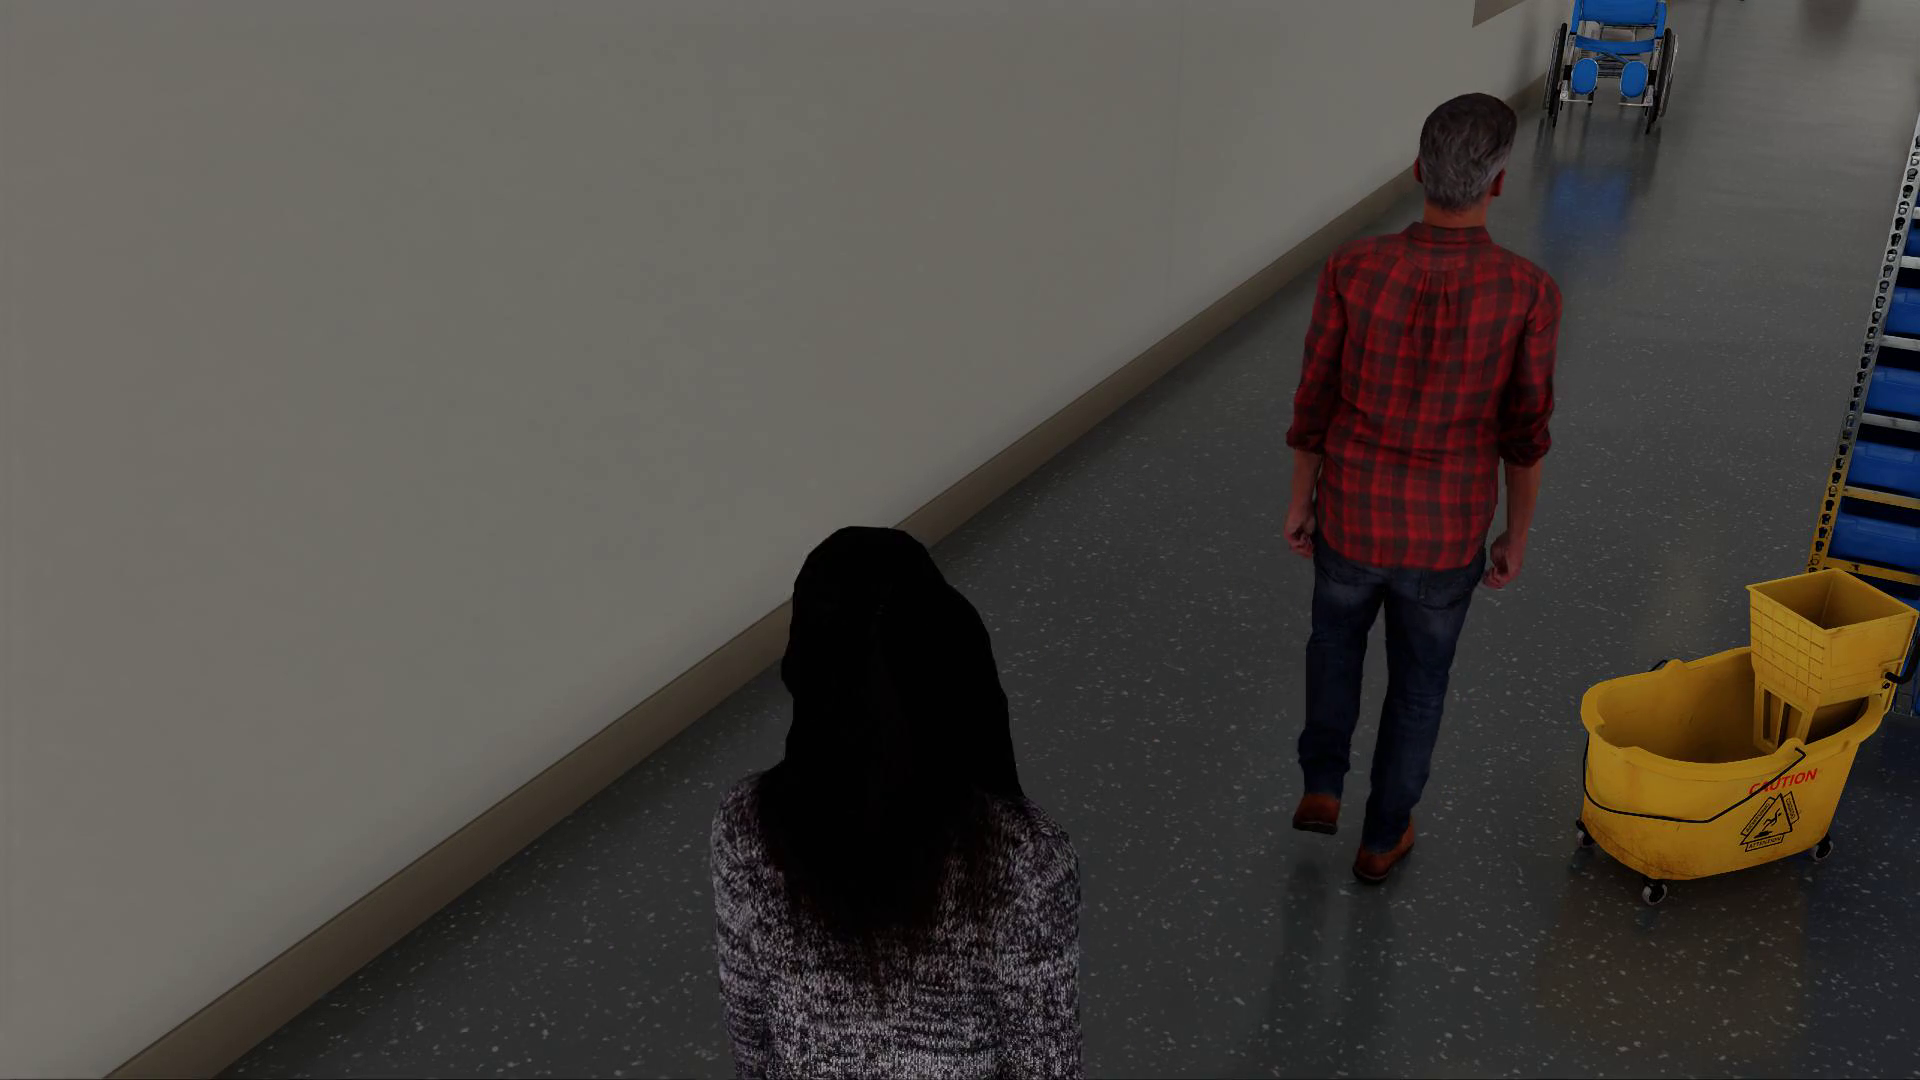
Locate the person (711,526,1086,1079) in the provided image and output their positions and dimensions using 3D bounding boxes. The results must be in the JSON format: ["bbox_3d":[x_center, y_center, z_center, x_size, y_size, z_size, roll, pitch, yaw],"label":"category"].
[{"bbox_3d":[-0.105,0.842,1.963,1.185,1.695,0.973,3,26,6],"label":"person"}]

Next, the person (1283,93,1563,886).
[{"bbox_3d":[0.944,-0.018,3.606,0.674,1.817,0.794,11,28,22],"label":"person"}]
